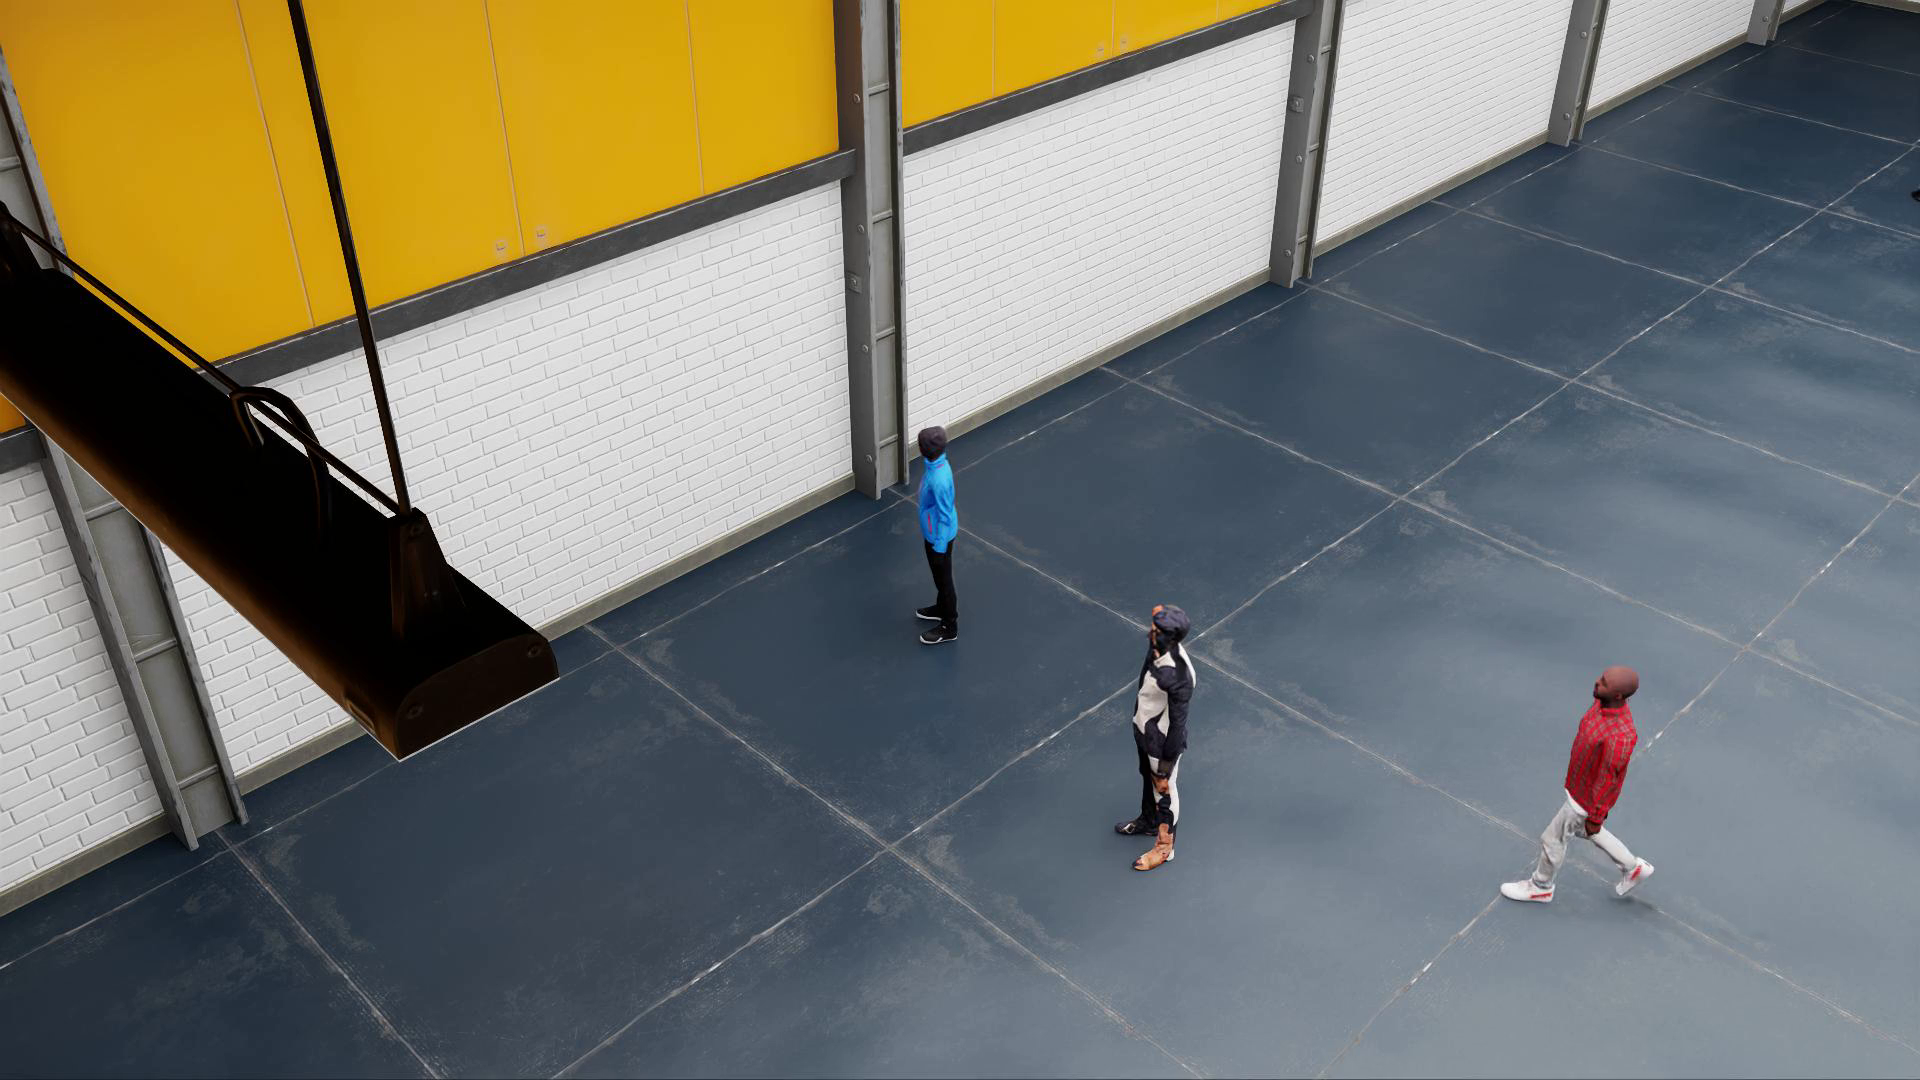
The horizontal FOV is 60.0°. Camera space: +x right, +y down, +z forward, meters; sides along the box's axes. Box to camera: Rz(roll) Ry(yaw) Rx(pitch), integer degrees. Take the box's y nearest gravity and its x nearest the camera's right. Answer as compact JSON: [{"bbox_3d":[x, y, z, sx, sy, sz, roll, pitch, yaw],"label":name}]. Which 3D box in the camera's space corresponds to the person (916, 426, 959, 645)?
[{"bbox_3d":[-0.145,-0.055,12.179,0.724,1.797,0.694,-4,34,-6],"label":"person"}]

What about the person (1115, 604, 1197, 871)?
[{"bbox_3d":[1.232,1.192,10.217,0.777,1.893,0.770,-7,34,-11],"label":"person"}]

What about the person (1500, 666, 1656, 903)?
[{"bbox_3d":[3.822,1.483,9.864,1.108,1.798,1.147,6,34,9],"label":"person"}]
